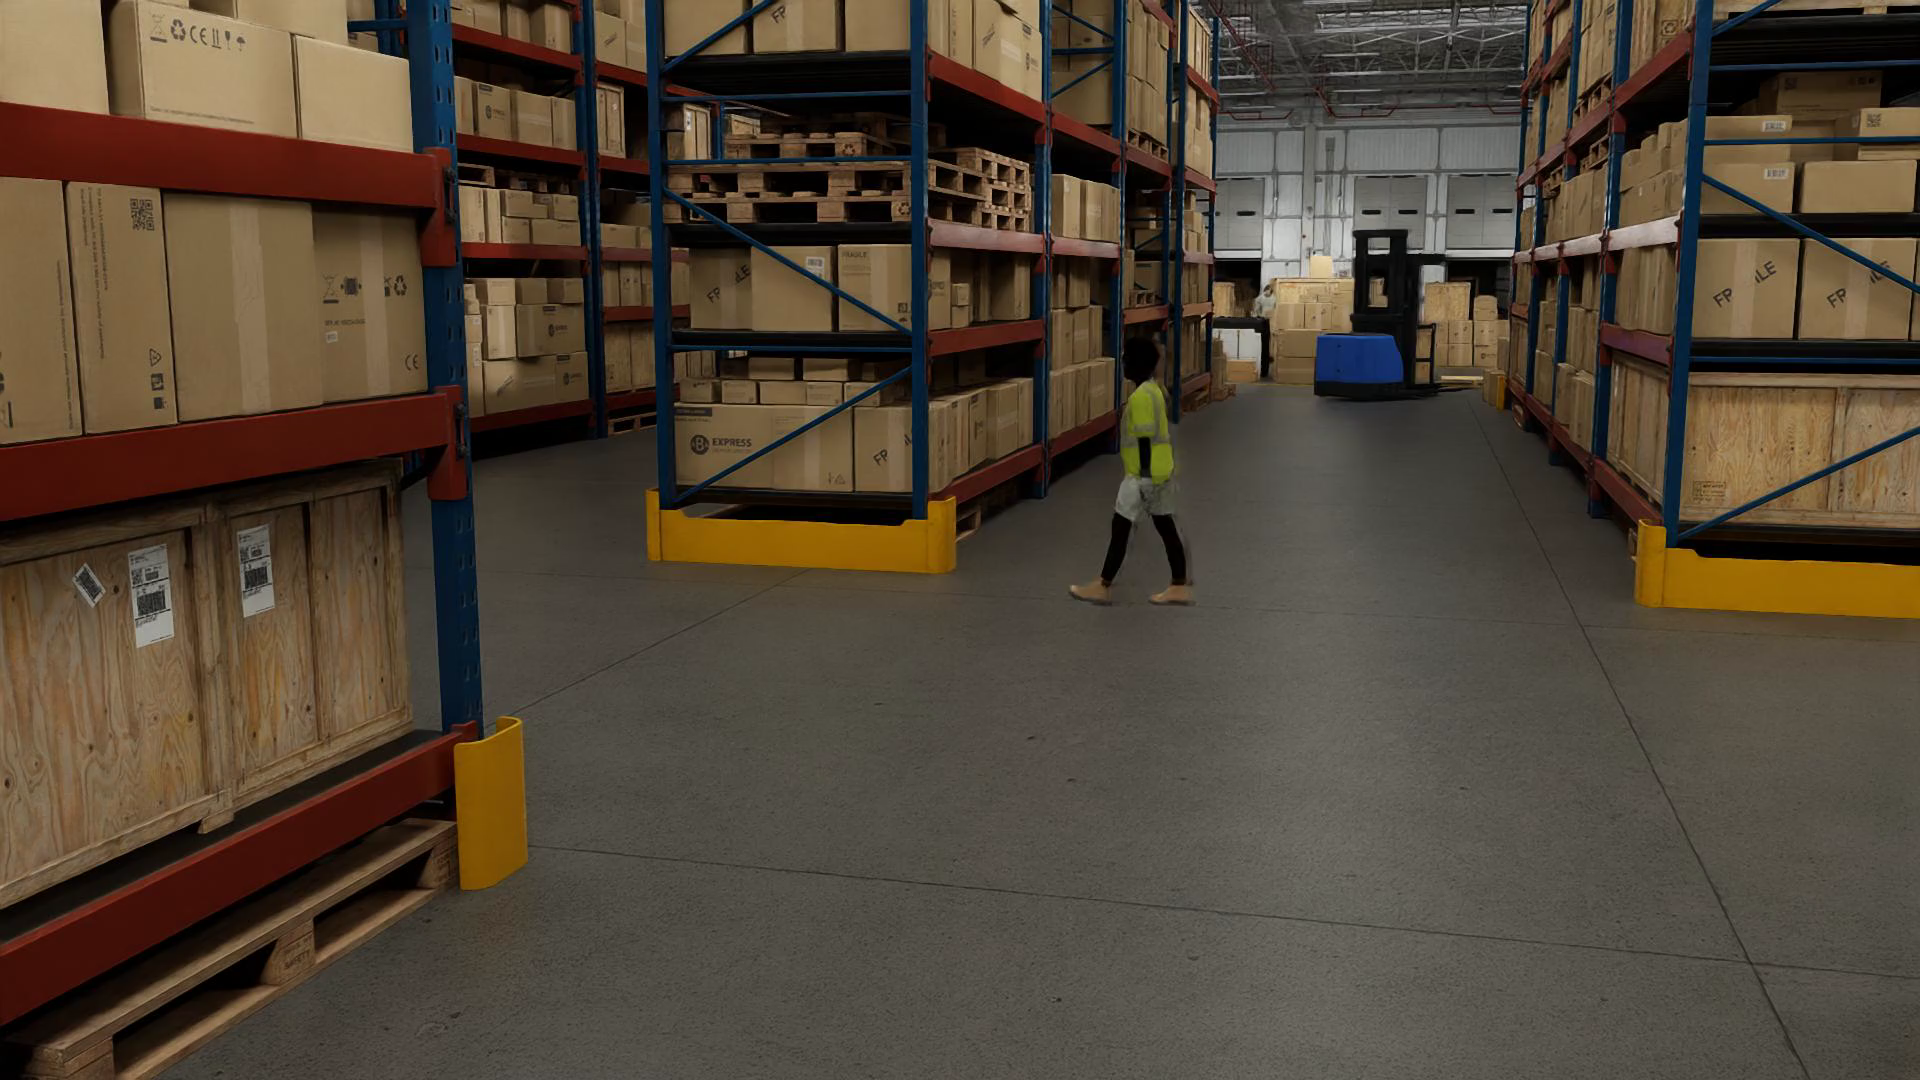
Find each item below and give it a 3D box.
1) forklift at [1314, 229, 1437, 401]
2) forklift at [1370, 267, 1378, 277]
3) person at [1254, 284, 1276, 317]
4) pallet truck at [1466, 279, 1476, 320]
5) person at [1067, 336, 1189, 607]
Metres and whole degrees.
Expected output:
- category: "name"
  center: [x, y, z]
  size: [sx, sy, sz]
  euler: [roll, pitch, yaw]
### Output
- category: "forklift"
  center: [6.942, -3.767, 27.707]
  size: [1.873, 2.768, 1.129]
  euler: [-6, 11, -34]
- category: "forklift"
  center: [14.380, -8.296, 56.477]
  size: [1.129, 2.768, 1.873]
  euler: [-2, 9, -11]
- category: "person"
  center: [7.905, -5.633, 42.729]
  size: [0.673, 1.927, 0.706]
  euler: [2, 9, 15]
- category: "pallet truck"
  center: [18.896, -8.459, 60.307]
  size: [1.885, 1.965, 0.823]
  euler: [5, 10, 31]
- category: "person"
  center: [1.052, -0.410, 10.226]
  size: [0.815, 1.655, 0.552]
  euler: [3, 9, 17]
